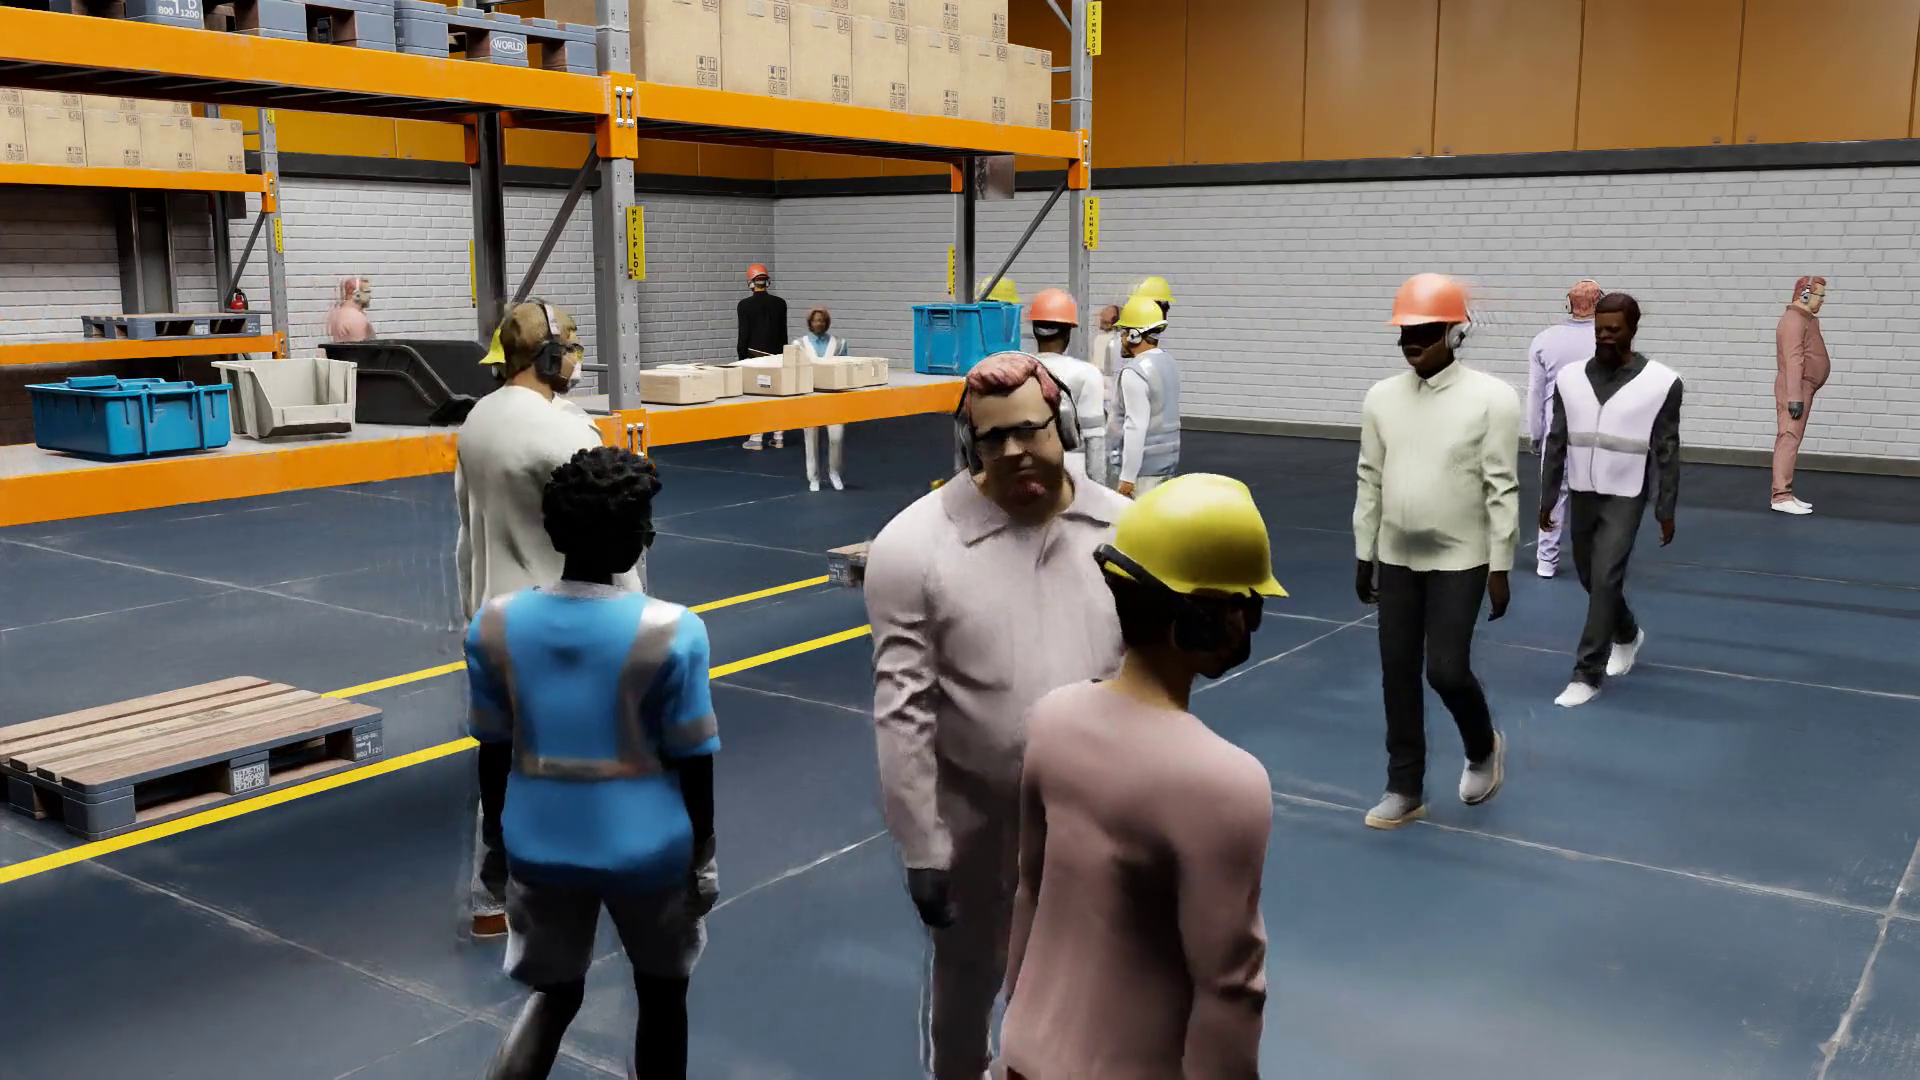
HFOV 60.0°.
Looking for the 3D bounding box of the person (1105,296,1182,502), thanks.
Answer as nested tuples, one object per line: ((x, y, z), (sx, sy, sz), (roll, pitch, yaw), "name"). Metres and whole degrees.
((0.991, -0.412, 9.109), (0.404, 1.834, 0.591), (5, 11, 27), "person")

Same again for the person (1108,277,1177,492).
((1.491, -1.030, 12.609), (0.908, 1.885, 0.612), (0, 10, -2), "person")

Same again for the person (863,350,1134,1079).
((0.136, 0.546, 3.387), (0.654, 1.857, 0.988), (-3, 10, -16), "person")

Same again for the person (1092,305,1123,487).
((1.351, -1.254, 14.726), (0.395, 1.632, 0.531), (-4, 10, -24), "person")

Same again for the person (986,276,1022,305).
((0.311, -0.994, 12.365), (0.649, 1.902, 0.583), (7, 12, 38), "person")

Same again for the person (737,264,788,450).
((-2.135, -1.963, 17.893), (0.611, 1.985, 0.393), (-7, 12, -36), "person")

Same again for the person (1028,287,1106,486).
((0.389, -0.236, 7.874), (0.560, 1.901, 0.862), (4, 10, 21), "person")

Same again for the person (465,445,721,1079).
((-0.745, 0.634, 3.386), (0.549, 1.667, 0.691), (2, 10, 13), "person")

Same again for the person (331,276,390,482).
((-5.459, -1.436, 15.039), (0.470, 1.892, 0.655), (-7, 12, -35), "person")

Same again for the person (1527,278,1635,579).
((3.917, -0.685, 10.506), (0.641, 1.913, 0.408), (5, 11, 28), "person")

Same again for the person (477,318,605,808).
((-1.523, 0.112, 5.985), (0.591, 1.834, 0.404), (7, 12, 38), "person")

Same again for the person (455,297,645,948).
((-1.143, 0.235, 5.023), (0.880, 1.902, 0.643), (-7, 12, -36), "person")

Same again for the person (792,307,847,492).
((-1.225, -1.215, 14.525), (0.531, 1.625, 0.470), (-2, 10, -11), "person")

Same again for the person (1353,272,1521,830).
((1.685, 0.051, 5.909), (0.522, 1.979, 0.636), (-9, 13, -43), "person")

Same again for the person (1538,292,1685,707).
((3.056, -0.212, 7.777), (0.904, 1.893, 0.607), (-9, 13, -42), "person")

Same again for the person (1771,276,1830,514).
((6.775, -1.170, 13.420), (0.410, 1.905, 0.640), (5, 11, 28), "person")

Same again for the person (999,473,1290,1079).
((0.163, 0.772, 2.329), (0.643, 1.733, 0.560), (-5, 11, -28), "person")
